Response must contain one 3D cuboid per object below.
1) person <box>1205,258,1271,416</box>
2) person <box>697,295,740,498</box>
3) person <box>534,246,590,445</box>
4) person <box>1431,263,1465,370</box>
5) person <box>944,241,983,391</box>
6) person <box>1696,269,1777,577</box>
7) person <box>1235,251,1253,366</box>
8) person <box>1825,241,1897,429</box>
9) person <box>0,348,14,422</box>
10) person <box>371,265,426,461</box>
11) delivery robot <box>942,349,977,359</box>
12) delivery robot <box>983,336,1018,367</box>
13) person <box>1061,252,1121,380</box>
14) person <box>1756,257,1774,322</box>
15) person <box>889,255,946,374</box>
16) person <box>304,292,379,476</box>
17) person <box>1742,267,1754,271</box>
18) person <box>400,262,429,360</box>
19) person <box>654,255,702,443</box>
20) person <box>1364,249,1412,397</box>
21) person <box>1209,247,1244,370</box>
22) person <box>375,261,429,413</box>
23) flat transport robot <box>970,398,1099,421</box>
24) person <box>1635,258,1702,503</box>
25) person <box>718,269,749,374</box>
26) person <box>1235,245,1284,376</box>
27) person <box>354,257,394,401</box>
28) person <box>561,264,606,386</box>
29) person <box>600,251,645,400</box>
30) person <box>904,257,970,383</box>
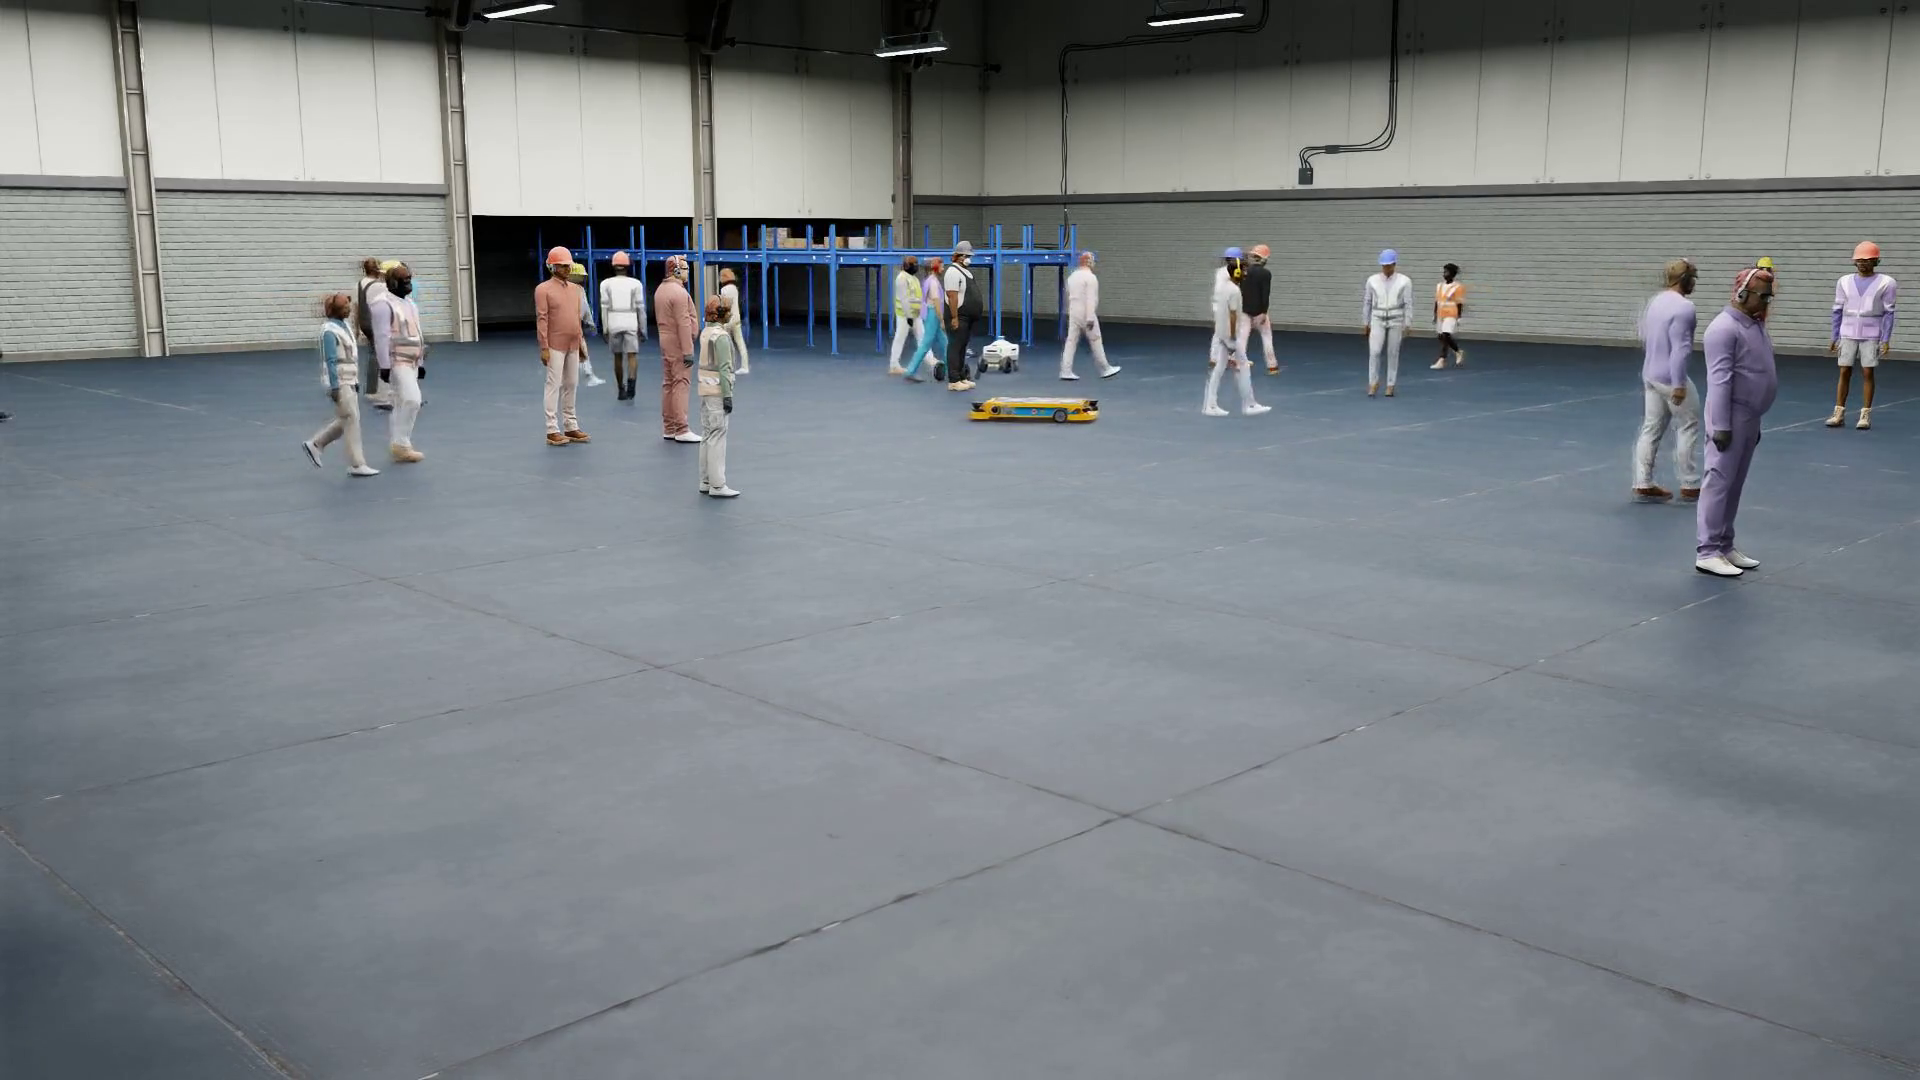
[{"bbox_3d":[3.274,-2.378,19.546,0.870,1.832,0.544,-3,11,-14],"label":"person"},{"bbox_3d":[-1.977,-1.172,13.551,0.318,1.631,0.514,-5,11,-25],"label":"person"},{"bbox_3d":[-4.055,-1.984,16.968,0.381,1.994,0.622,6,12,29],"label":"person"},{"bbox_3d":[7.801,-3.565,26.448,0.704,1.678,0.538,-5,12,-25],"label":"person"},{"bbox_3d":[0.054,-3.085,22.965,0.536,2.000,0.682,3,11,16],"label":"person"},{"bbox_3d":[4.899,-0.742,10.462,0.407,1.902,0.639,9,14,41],"label":"person"},{"bbox_3d":[4.562,-3.765,27.100,0.429,1.846,0.626,-3,11,-18],"label":"person"},{"bbox_3d":[9.890,-2.248,18.278,0.614,2.041,0.393,10,14,42],"label":"person"},{"bbox_3d":[-11.078,-2.172,18.591,0.605,1.789,0.850,5,11,25],"label":"person"},{"bbox_3d":[-5.182,-1.645,15.569,0.520,1.829,0.652,1,10,6],"label":"person"},{"bbox_3d":[-0.006,-2.797,24.484,0.335,0.223,0.698,6,12,30],"label":"delivery robot"},{"bbox_3d":[0.641,-2.944,25.997,0.477,0.478,0.707,5,12,25],"label":"delivery robot"},{"bbox_3d":[1.892,-3.280,24.401,0.975,1.852,0.676,-6,12,-31],"label":"person"},{"bbox_3d":[12.936,-3.685,26.899,0.518,1.756,0.342,-10,14,-44],"label":"person"},{"bbox_3d":[-0.663,-3.438,25.439,0.940,1.794,0.640,4,11,20],"label":"person"},{"bbox_3d":[-5.490,-1.376,14.667,0.600,1.620,0.529,-1,10,-6],"label":"person"},{"bbox_3d":[13.126,-3.745,27.685,0.519,1.584,0.907,-2,11,-12],"label":"person"},{"bbox_3d":[-9.236,-3.804,27.760,0.674,1.675,0.536,6,12,28],"label":"person"},{"bbox_3d":[-2.884,-1.965,17.109,0.409,1.907,0.651,-6,12,-31],"label":"person"},{"bbox_3d":[5.590,-2.828,21.775,0.617,1.909,0.844,3,11,17],"label":"person"},{"bbox_3d":[4.223,-3.631,26.148,0.611,1.924,0.623,-4,11,-19],"label":"person"},{"bbox_3d":[-6.696,-2.430,19.943,0.782,1.802,0.615,-5,12,-28],"label":"person"},{"bbox_3d":[0.873,-1.526,19.294,1.431,0.197,0.652,2,10,8],"label":"flat transport robot"},{"bbox_3d":[5.739,-1.252,13.165,0.721,1.921,0.661,0,10,-2],"label":"person"},{"bbox_3d":[-3.581,-3.336,25.425,0.801,1.594,0.521,4,11,20],"label":"person"},{"bbox_3d":[4.540,-3.474,25.207,0.922,1.950,0.627,-9,14,-40],"label":"person"},{"bbox_3d":[-7.482,-2.722,21.449,0.552,1.823,0.688,6,12,29],"label":"person"},{"bbox_3d":[-5.280,-2.999,23.278,0.823,1.704,0.499,1,10,7],"label":"person"},{"bbox_3d":[-4.322,-2.737,21.329,0.550,1.916,0.750,-2,11,-11],"label":"person"},{"bbox_3d":[-0.358,-3.184,24.065,0.952,1.799,0.578,0,10,1],"label":"person"}]
